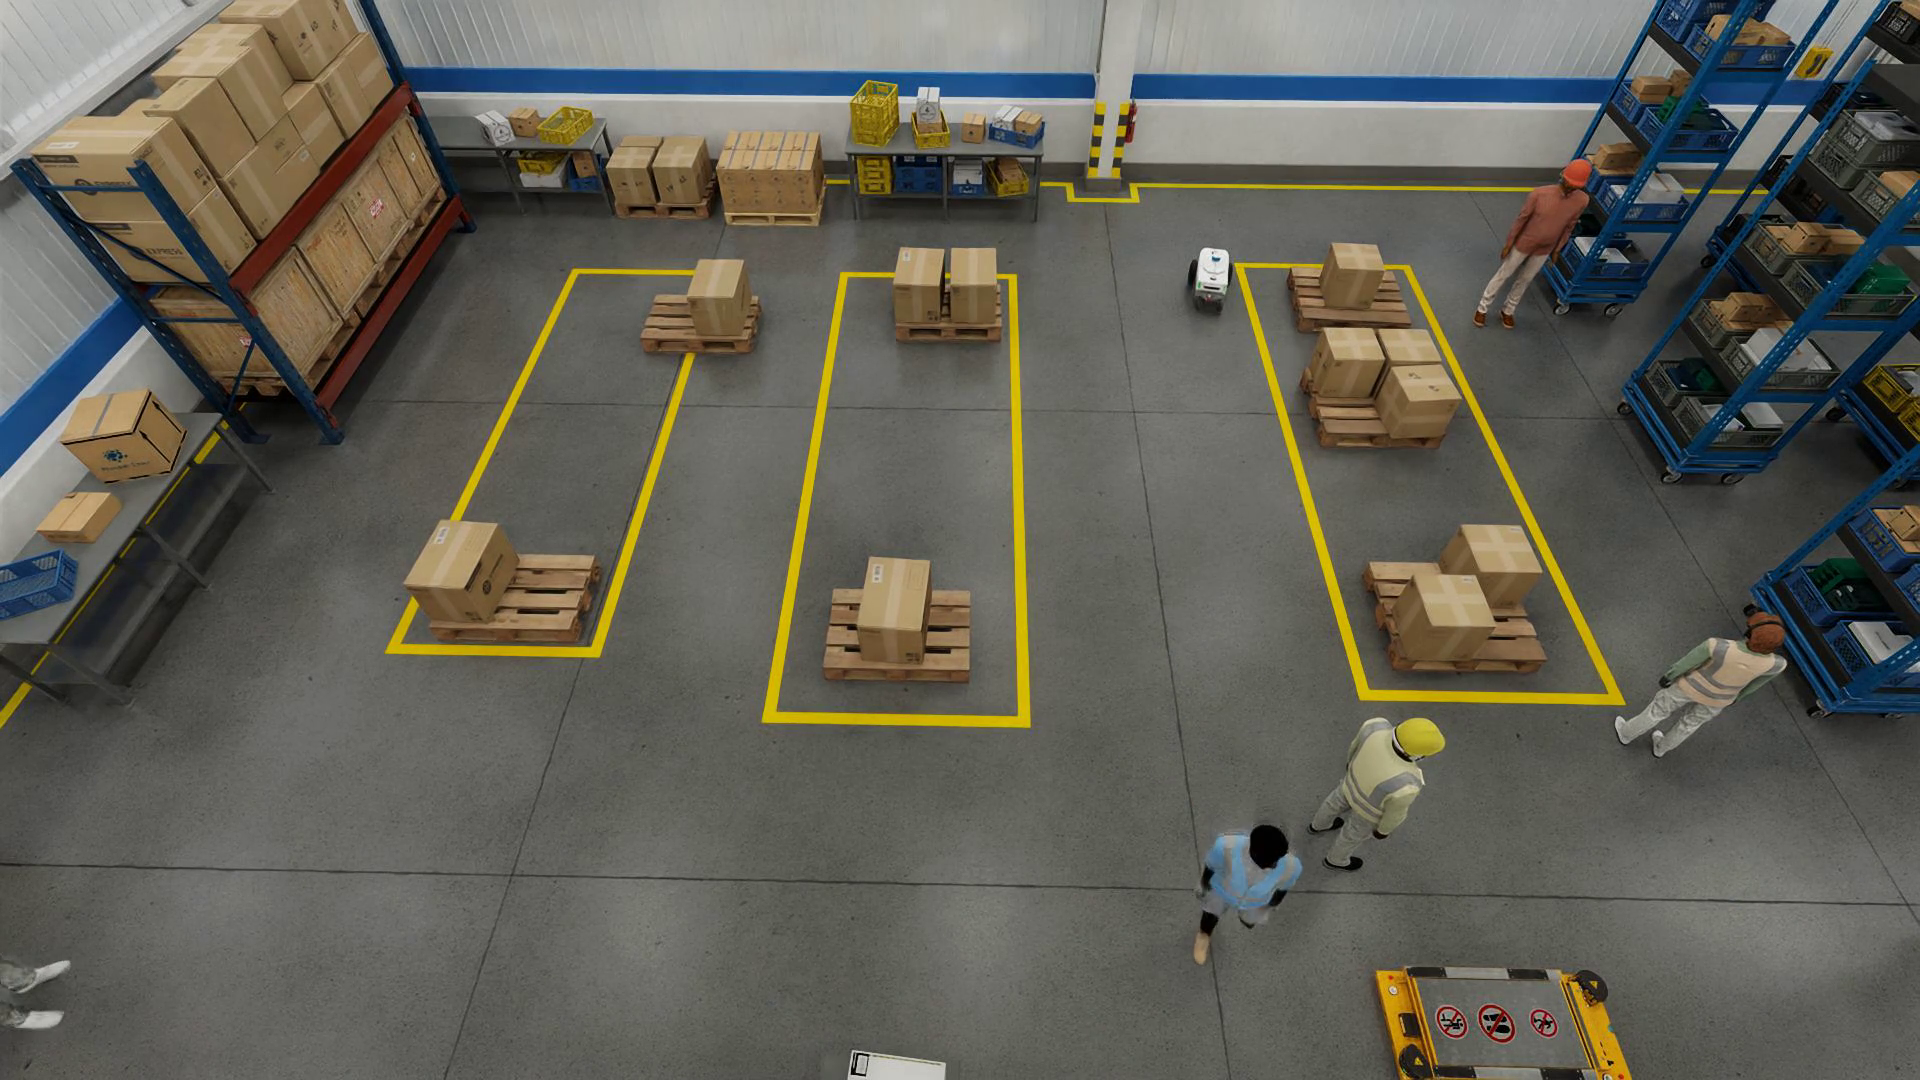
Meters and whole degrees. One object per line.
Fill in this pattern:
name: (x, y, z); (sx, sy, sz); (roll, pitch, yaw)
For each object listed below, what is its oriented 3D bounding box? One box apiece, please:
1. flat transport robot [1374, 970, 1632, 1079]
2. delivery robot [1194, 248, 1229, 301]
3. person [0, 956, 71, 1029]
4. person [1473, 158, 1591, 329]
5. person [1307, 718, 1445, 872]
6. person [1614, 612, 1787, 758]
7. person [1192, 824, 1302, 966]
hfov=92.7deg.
flat transport robot: (3.501, 3.133, 5.914); (1.431, 0.197, 0.652); (1, 51, 1)
delivery robot: (2.973, -3.144, 10.791); (0.477, 0.478, 0.707); (9, 52, 8)
person: (-6.156, 2.483, 5.399); (0.400, 1.903, 0.610); (-15, 52, -12)
person: (6.246, -3.202, 9.975); (0.611, 1.994, 0.379); (7, 51, 6)
person: (2.748, 1.679, 6.099); (0.403, 1.833, 0.586); (-6, 51, -5)
person: (5.424, 1.091, 6.707); (0.514, 1.633, 0.313); (19, 53, 15)
person: (1.771, 2.168, 5.797); (0.545, 1.678, 0.584); (15, 52, 12)
